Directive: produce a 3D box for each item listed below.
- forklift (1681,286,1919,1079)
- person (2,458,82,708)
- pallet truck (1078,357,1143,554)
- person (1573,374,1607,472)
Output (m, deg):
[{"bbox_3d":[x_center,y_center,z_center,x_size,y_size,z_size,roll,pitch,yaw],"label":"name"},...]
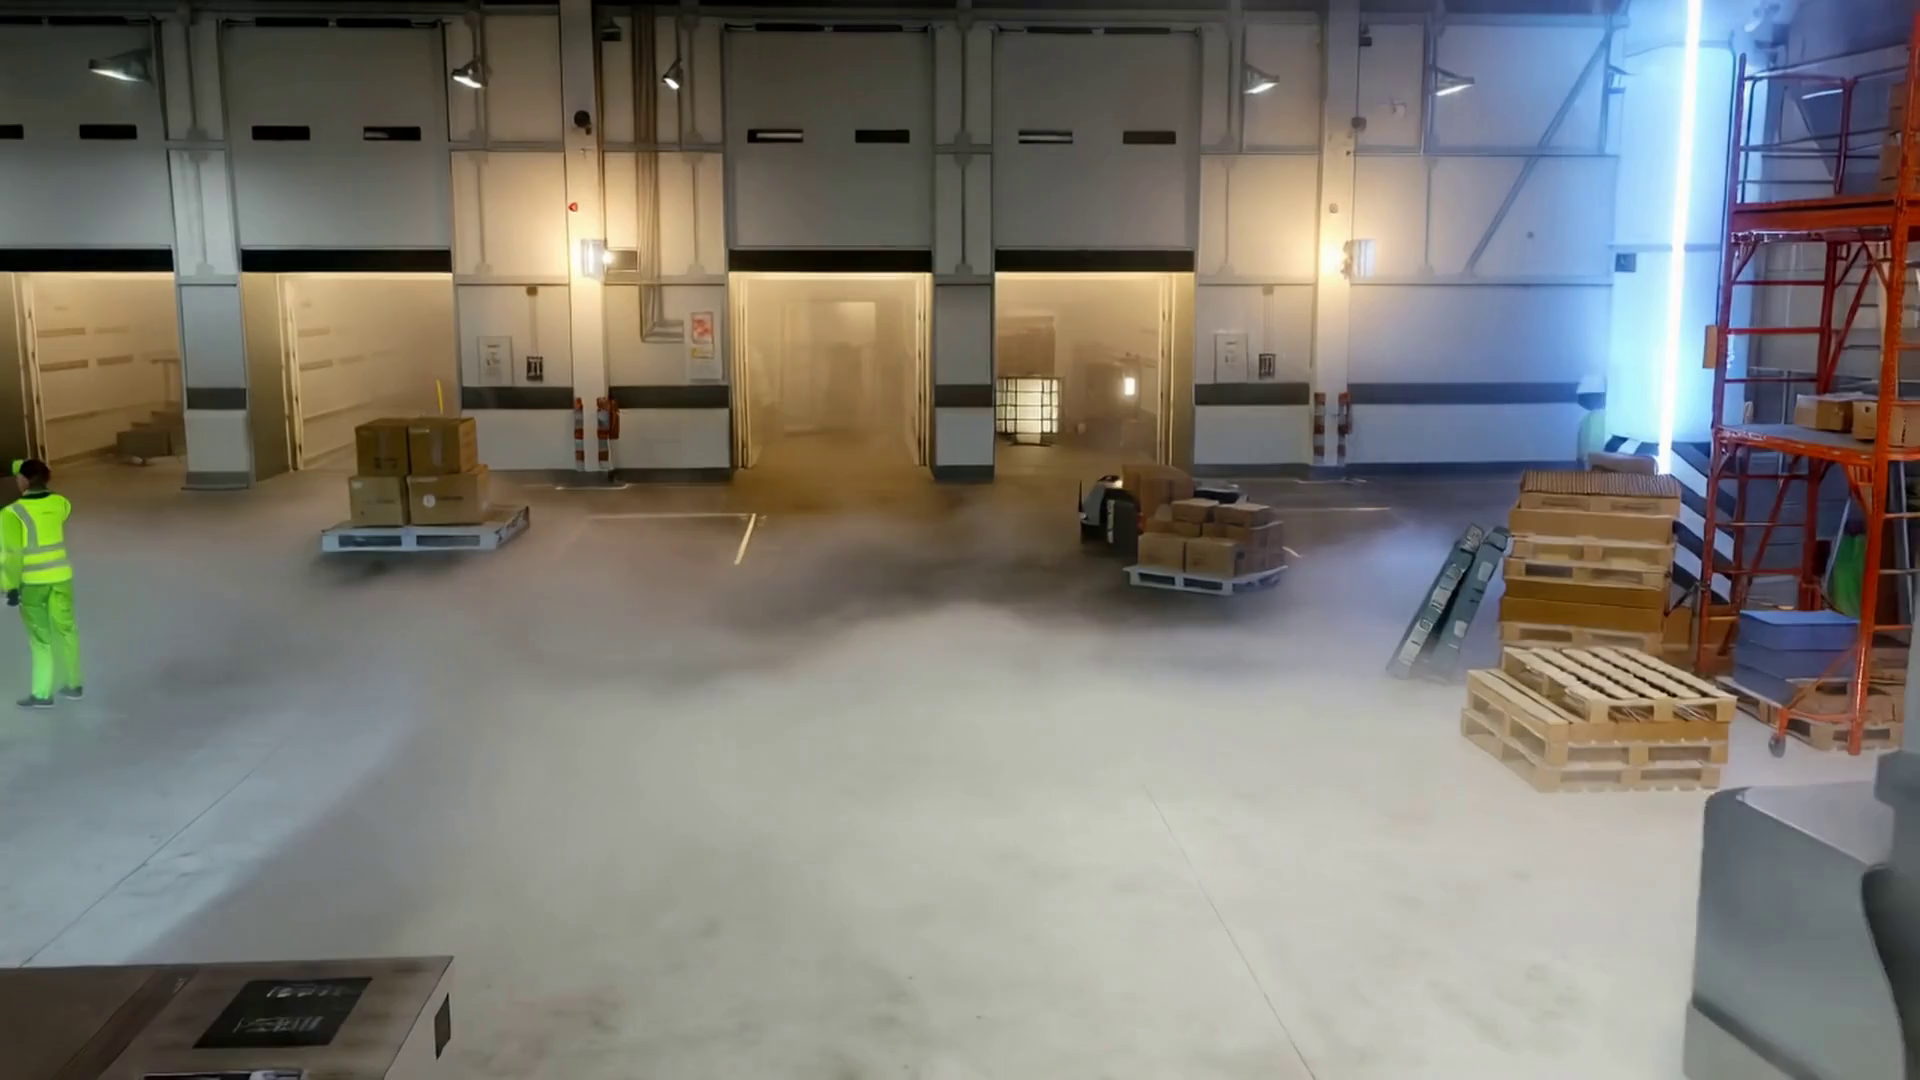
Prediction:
[{"bbox_3d":[3.157,0.631,4.787,1.129,2.768,1.873,-2,9,-10],"label":"forklift"},{"bbox_3d":[-6.000,0.279,10.878,0.305,1.639,0.522,3,10,18],"label":"person"},{"bbox_3d":[2.088,-0.836,16.757,1.885,1.965,0.823,2,9,13],"label":"pallet truck"},{"bbox_3d":[5.719,-0.562,15.282,0.581,1.915,0.684,-9,13,-44],"label":"person"}]
